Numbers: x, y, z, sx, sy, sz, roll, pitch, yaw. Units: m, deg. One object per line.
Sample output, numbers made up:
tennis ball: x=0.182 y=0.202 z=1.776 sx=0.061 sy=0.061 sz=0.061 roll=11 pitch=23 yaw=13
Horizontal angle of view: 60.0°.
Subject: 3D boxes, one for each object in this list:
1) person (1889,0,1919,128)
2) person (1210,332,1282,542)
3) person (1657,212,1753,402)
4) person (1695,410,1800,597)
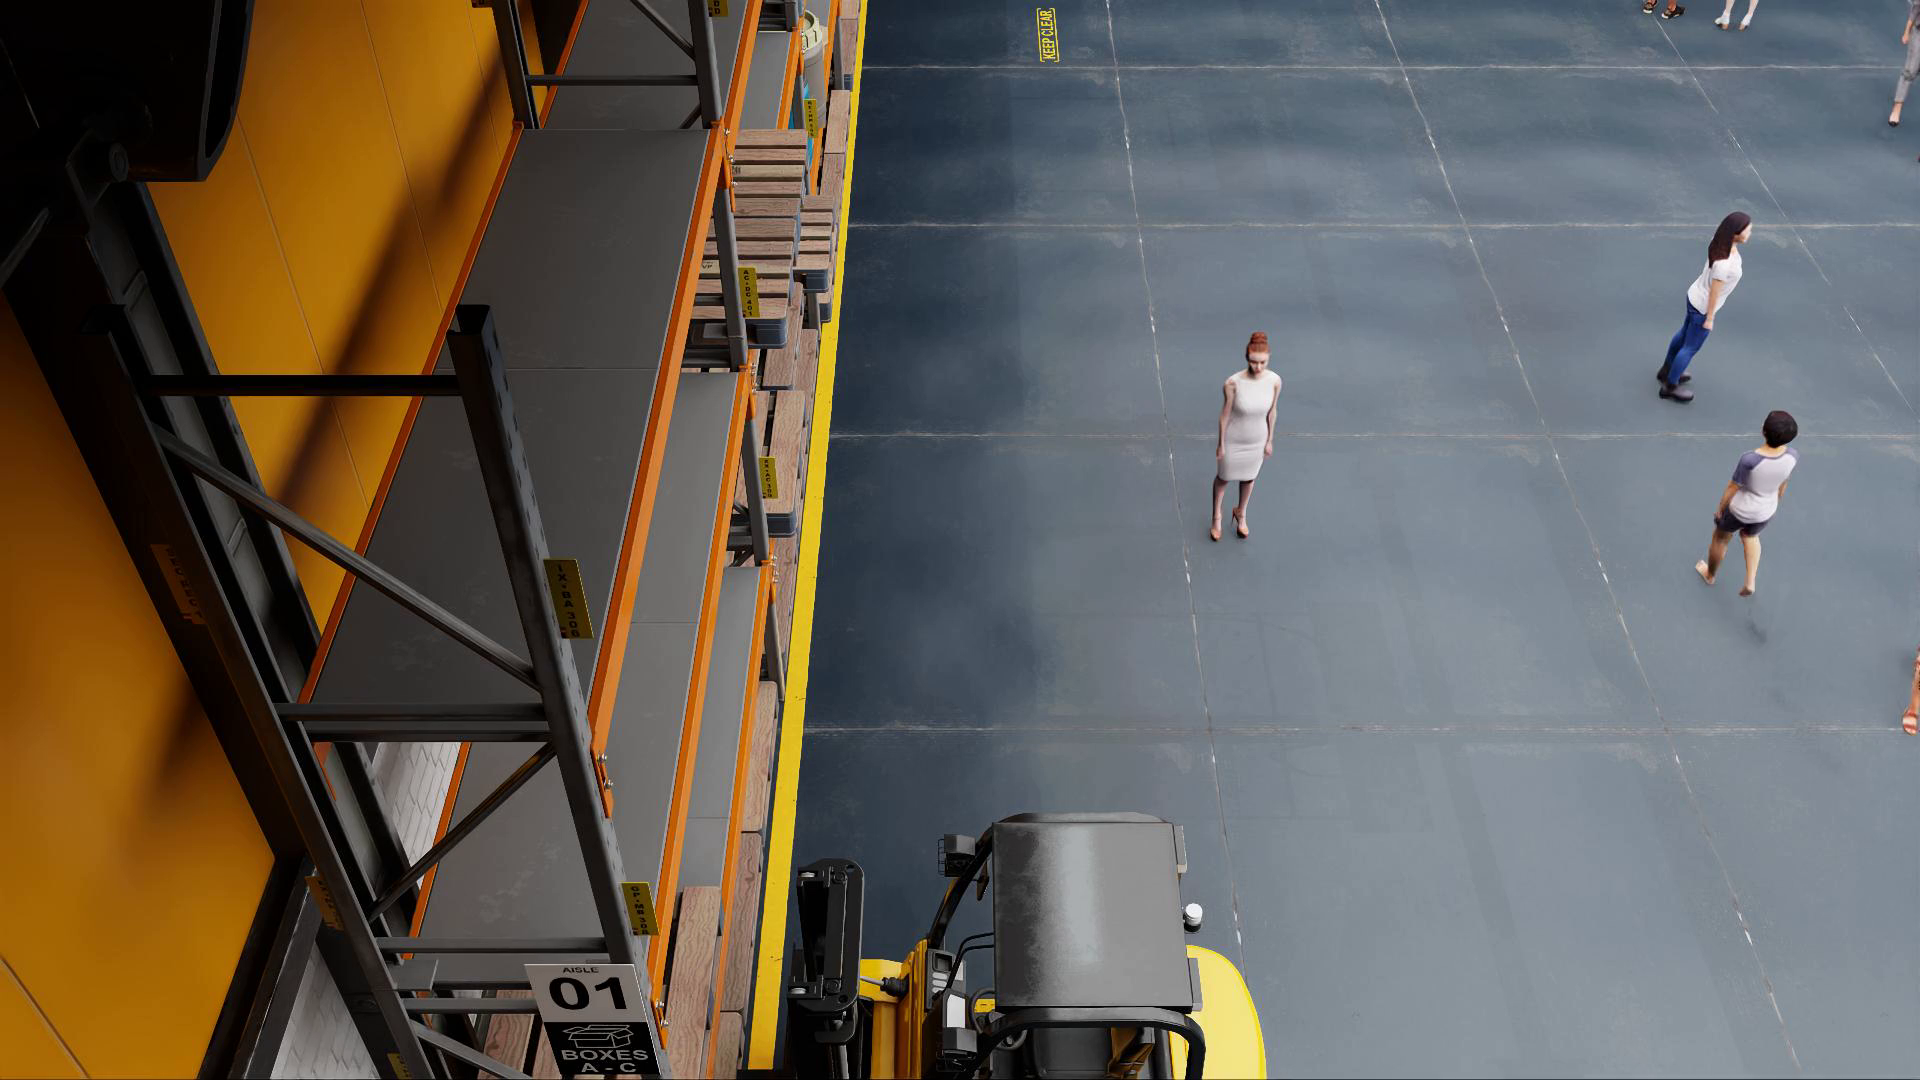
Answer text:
person: x=9.448 y=-4.931 z=16.224 sx=0.839 sy=1.646 sz=1.142 roll=12 pitch=45 yaw=12
person: x=1.990 y=-0.702 z=11.679 sx=0.588 sy=1.793 sz=0.507 roll=-5 pitch=44 yaw=-6
person: x=5.766 y=-1.821 z=12.937 sx=0.710 sy=1.677 sz=0.545 roll=8 pitch=44 yaw=9
person: x=5.416 y=-0.198 z=11.323 sx=0.586 sy=1.554 sz=0.744 roll=-2 pitch=44 yaw=-2
